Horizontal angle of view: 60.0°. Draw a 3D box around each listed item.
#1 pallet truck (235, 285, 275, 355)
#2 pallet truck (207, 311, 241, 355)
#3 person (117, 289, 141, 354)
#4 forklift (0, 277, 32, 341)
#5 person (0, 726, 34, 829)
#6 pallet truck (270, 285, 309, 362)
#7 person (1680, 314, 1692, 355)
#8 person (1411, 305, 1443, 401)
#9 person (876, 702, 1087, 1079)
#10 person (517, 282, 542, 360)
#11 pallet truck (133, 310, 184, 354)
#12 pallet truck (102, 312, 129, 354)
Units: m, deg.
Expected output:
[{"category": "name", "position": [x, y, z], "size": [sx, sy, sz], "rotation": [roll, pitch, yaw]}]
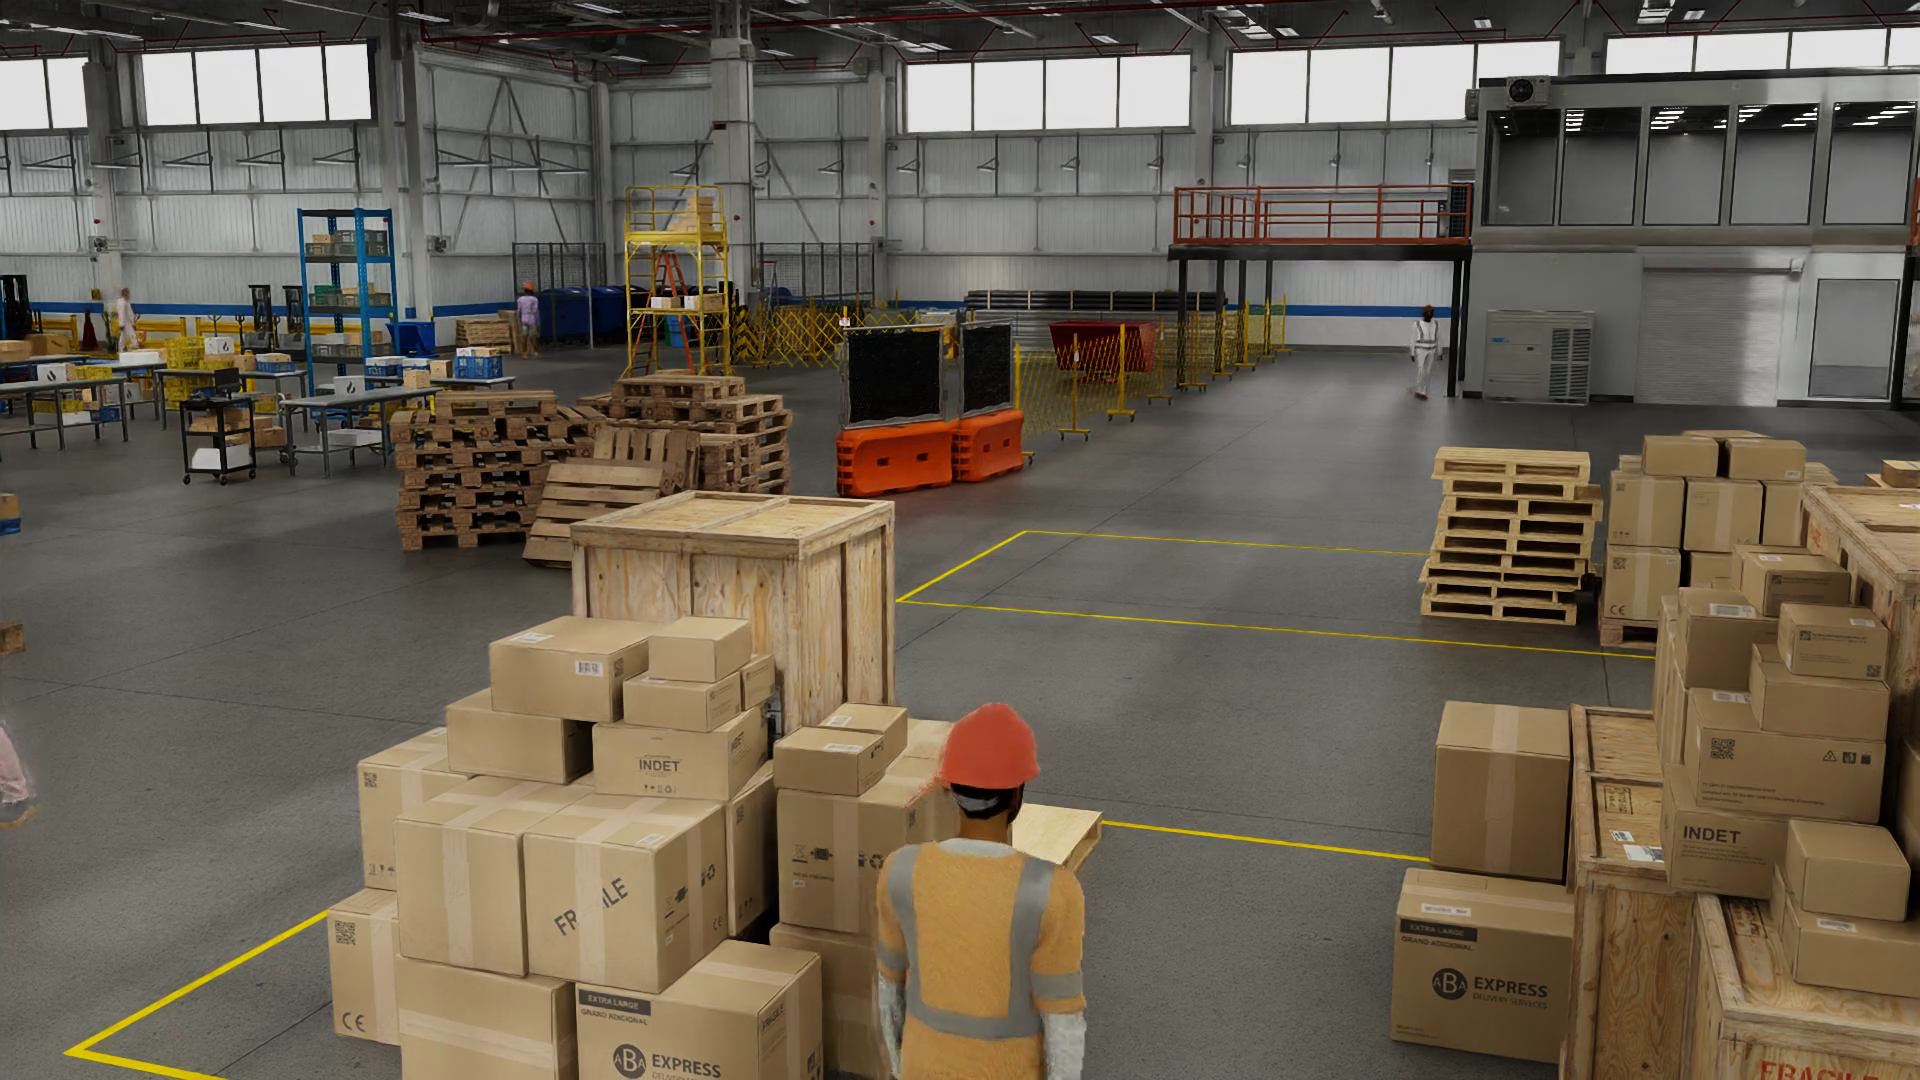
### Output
[{"category": "pallet truck", "position": [-18.327, -5.835, 44.421], "size": [0.823, 1.965, 1.885], "rotation": [4, 11, 23]}, {"category": "pallet truck", "position": [-19.537, -5.575, 44.913], "size": [0.653, 1.274, 1.630], "rotation": [3, 11, 19]}, {"category": "person", "position": [-22.008, -5.732, 44.187], "size": [0.929, 1.863, 0.680], "rotation": [-4, 11, -21]}, {"category": "forklift", "position": [-27.151, -6.329, 46.328], "size": [1.157, 1.987, 2.680], "rotation": [3, 11, 17]}, {"category": "person", "position": [-5.255, 0.562, 8.578], "size": [0.633, 1.952, 0.723], "rotation": [8, 13, 39]}, {"category": "pallet truck", "position": [-17.147, -5.700, 43.663], "size": [0.823, 1.965, 1.885], "rotation": [3, 11, 17]}, {"category": "person", "position": [16.438, -4.566, 37.636], "size": [0.535, 1.862, 0.489], "rotation": [-5, 11, -25]}, {"category": "person", "position": [9.137, -3.644, 32.477], "size": [0.569, 1.860, 0.628], "rotation": [-2, 10, -12]}, {"category": "person", "position": [0.095, 1.335, 4.293], "size": [0.570, 1.905, 0.875], "rotation": [3, 11, 19]}, {"category": "person", "position": [-11.389, -5.788, 44.031], "size": [0.615, 2.040, 0.391], "rotation": [3, 10, 16]}, {"category": "pallet truck", "position": [-22.038, -5.665, 45.457], "size": [0.704, 1.261, 1.522], "rotation": [3, 11, 17]}, {"category": "pallet truck", "position": [-23.057, -5.777, 46.261], "size": [0.680, 1.201, 1.601], "rotation": [3, 11, 19]}]
